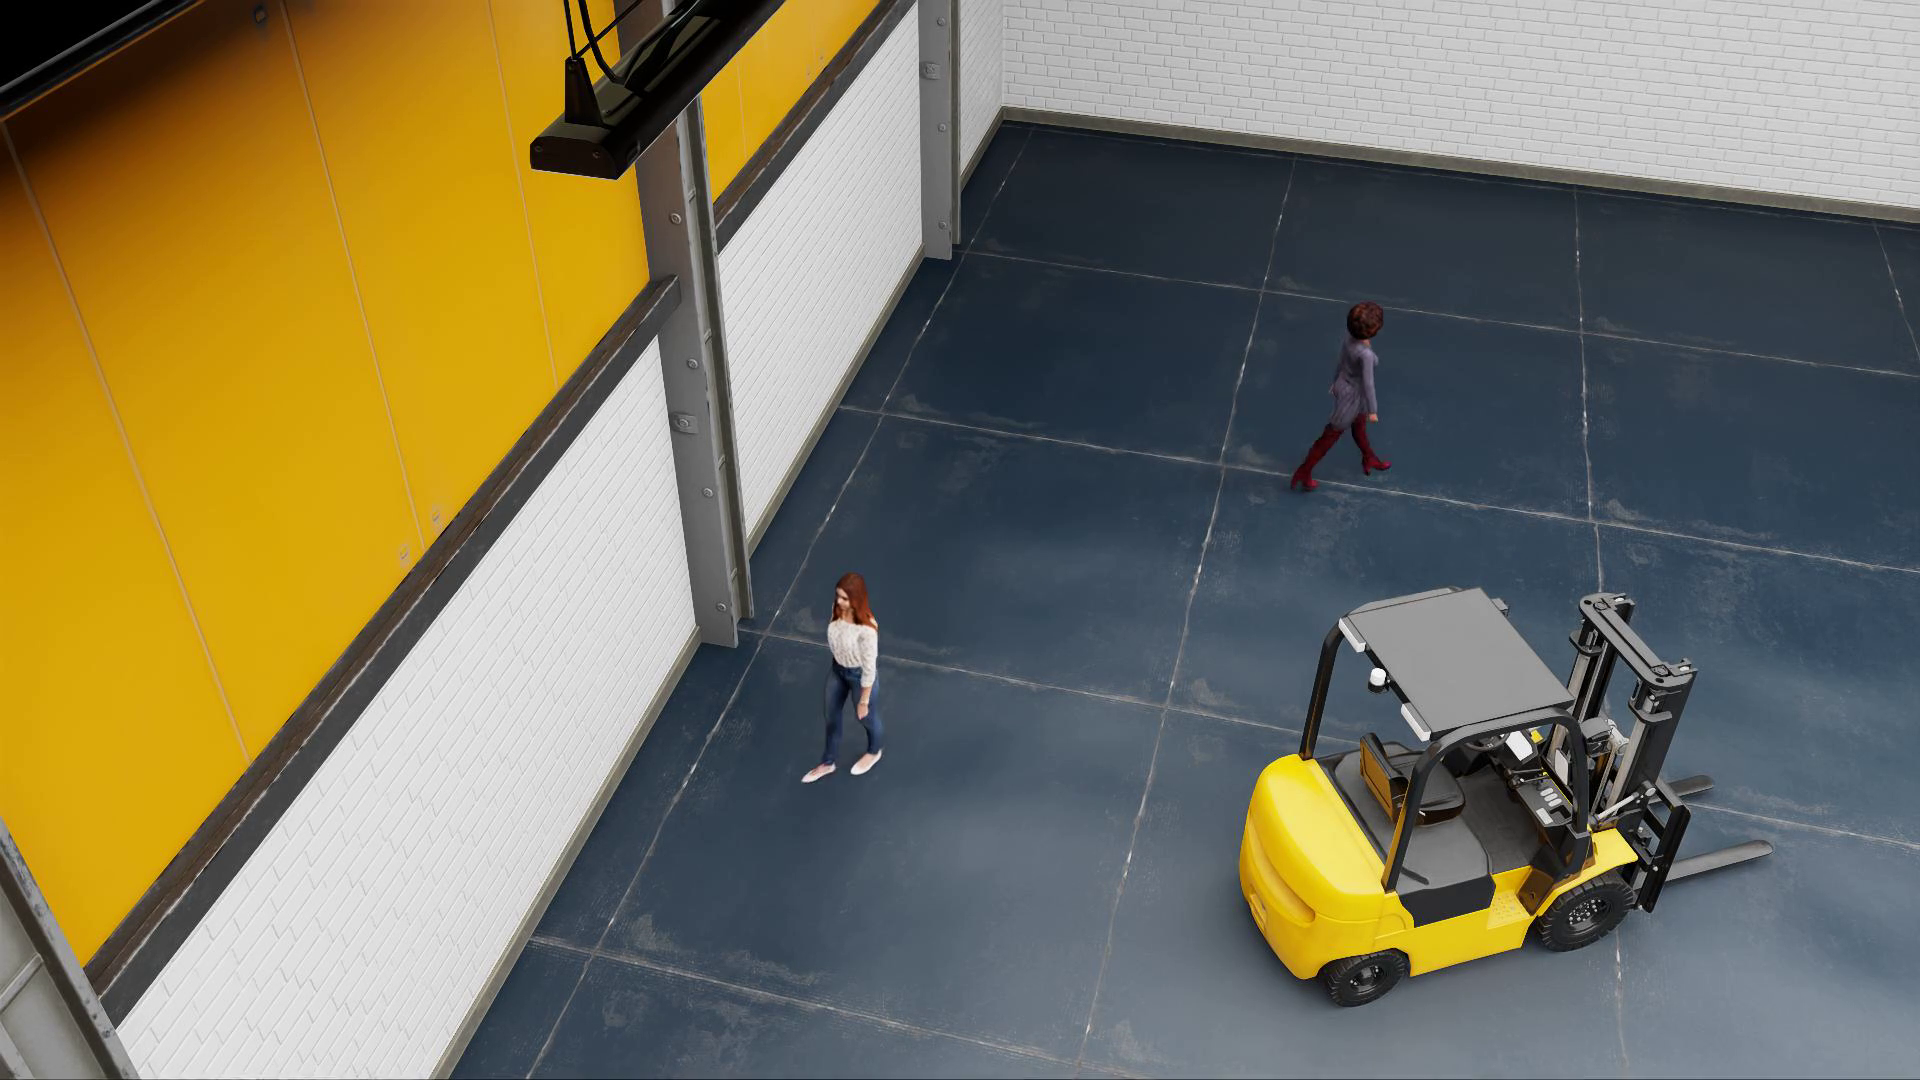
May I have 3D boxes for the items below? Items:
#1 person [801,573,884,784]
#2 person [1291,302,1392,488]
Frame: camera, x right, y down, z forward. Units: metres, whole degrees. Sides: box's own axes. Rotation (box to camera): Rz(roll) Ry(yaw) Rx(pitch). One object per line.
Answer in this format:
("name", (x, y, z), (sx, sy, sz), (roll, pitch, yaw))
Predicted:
("person", (-0.623, 0.847, 10.784), (0.935, 1.717, 0.830), (-30, 47, -32))
("person", (3.021, -1.097, 13.260), (0.982, 1.665, 1.130), (-5, 39, -7))
